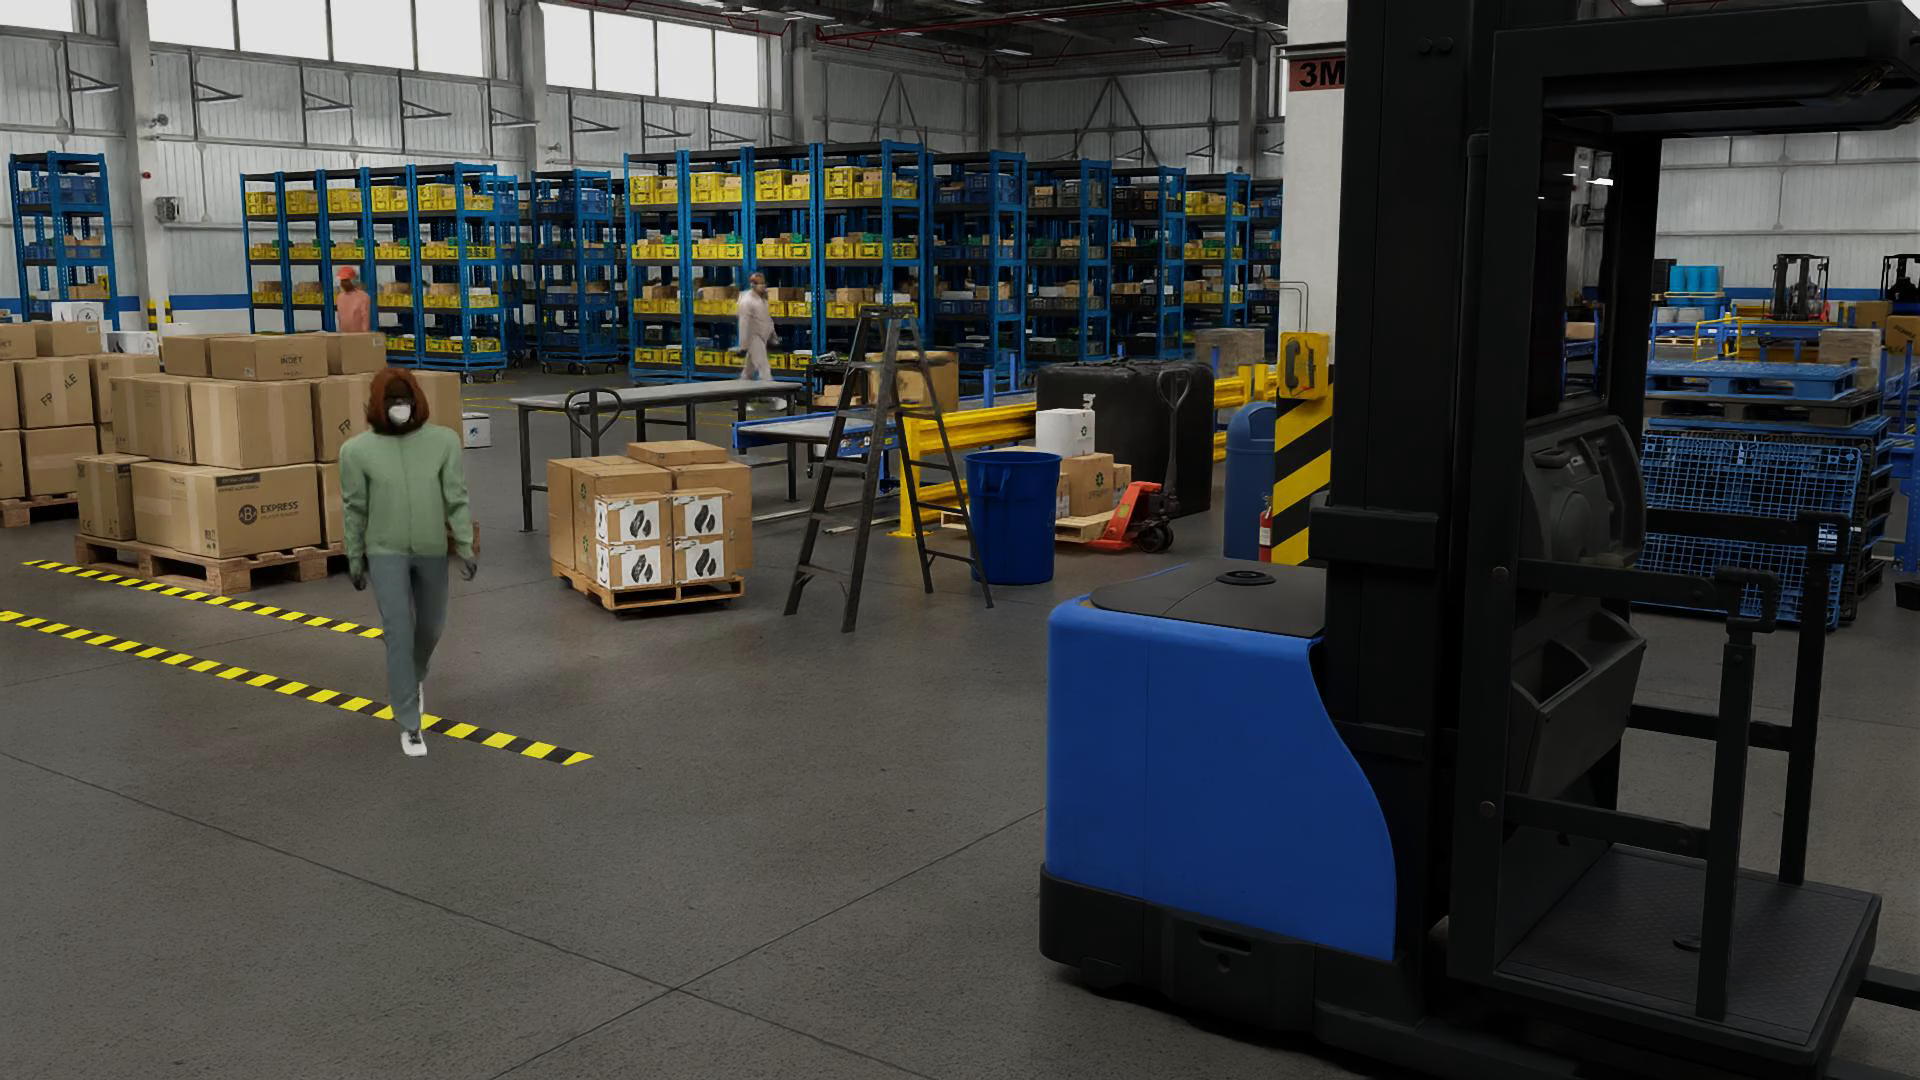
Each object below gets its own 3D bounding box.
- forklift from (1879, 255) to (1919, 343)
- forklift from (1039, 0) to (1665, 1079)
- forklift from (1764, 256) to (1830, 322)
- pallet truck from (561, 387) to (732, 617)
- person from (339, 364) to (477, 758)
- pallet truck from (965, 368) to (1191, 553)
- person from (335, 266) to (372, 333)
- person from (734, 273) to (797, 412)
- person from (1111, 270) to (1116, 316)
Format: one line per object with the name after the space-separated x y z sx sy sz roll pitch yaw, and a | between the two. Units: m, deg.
22.089 -5.634 38.796 1.157 1.987 2.680 6 11 33 | forklift
1.249 -0.137 4.360 1.873 2.768 1.129 7 12 35 | forklift
20.253 -5.854 40.139 1.157 1.987 2.680 7 12 35 | forklift
-1.981 -0.274 10.088 0.680 1.201 1.601 -5 11 -28 | pallet truck
-2.351 0.050 7.039 0.502 1.605 0.746 -6 11 -32 | person
0.845 -0.609 11.869 1.630 1.274 0.653 7 12 35 | pallet truck
-8.131 -2.655 22.138 0.612 1.945 0.985 3 10 19 | person
-2.644 -2.633 22.276 0.988 1.857 0.643 2 10 13 | person
3.683 -5.663 40.443 0.589 1.816 0.496 5 11 25 | person
